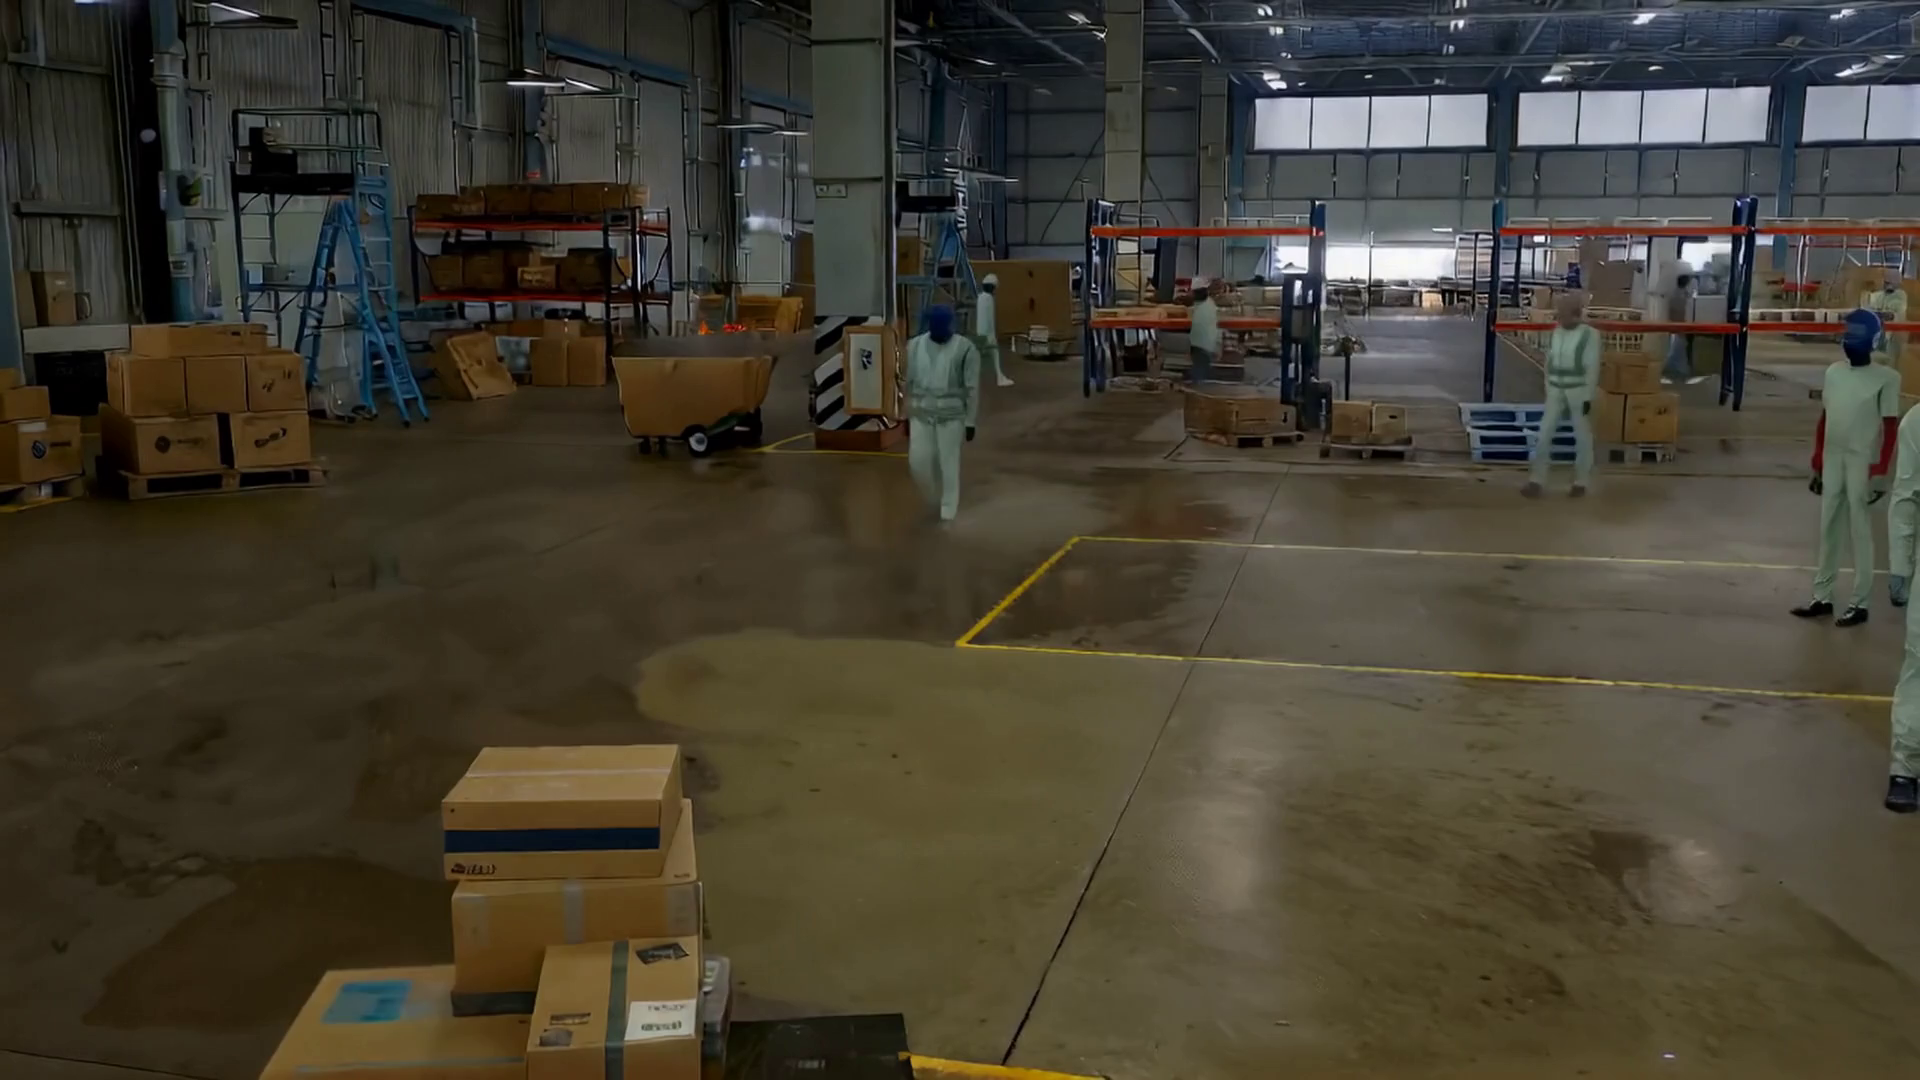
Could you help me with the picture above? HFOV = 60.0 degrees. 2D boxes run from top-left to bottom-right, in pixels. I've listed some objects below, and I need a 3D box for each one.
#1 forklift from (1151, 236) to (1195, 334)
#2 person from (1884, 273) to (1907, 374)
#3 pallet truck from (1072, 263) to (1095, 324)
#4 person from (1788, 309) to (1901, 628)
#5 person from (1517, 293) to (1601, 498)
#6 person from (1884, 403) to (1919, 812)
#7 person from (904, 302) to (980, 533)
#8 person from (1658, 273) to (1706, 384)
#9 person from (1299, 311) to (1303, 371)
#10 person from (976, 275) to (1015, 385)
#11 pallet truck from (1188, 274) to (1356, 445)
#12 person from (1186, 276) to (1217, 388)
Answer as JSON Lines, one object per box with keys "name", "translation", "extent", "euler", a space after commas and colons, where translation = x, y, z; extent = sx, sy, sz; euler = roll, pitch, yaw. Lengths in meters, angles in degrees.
{"name": "forklift", "translation": [5.866, -7.214, 46.878], "extent": [1.873, 2.768, 1.129], "euler": [2, 10, 14]}
{"name": "person", "translation": [15.228, -3.384, 27.146], "extent": [0.370, 1.932, 0.623], "euler": [6, 11, 30]}
{"name": "pallet truck", "translation": [4.325, -8.180, 55.162], "extent": [0.823, 1.965, 1.885], "euler": [6, 11, 31]}
{"name": "person", "translation": [5.257, -0.422, 9.846], "extent": [0.326, 1.876, 0.518], "euler": [-5, 11, -25]}
{"name": "person", "translation": [5.408, -1.270, 14.918], "extent": [0.880, 1.851, 0.599], "euler": [-7, 12, -38]}
{"name": "person", "translation": [3.945, 0.120, 6.465], "extent": [0.627, 1.940, 0.370], "euler": [4, 10, 21]}
{"name": "person", "translation": [-0.156, -0.968, 13.201], "extent": [0.648, 1.823, 0.451], "euler": [3, 10, 20]}
{"name": "person", "translation": [12.455, -3.620, 28.593], "extent": [0.881, 1.898, 0.630], "euler": [4, 10, 20]}
{"name": "person", "translation": [6.691, -4.089, 31.847], "extent": [0.322, 1.737, 0.487], "euler": [8, 13, 41]}
{"name": "person", "translation": [0.418, -3.574, 28.365], "extent": [0.958, 1.898, 0.543], "euler": [-3, 10, -15]}
{"name": "pallet truck", "translation": [3.653, -2.138, 19.590], "extent": [1.885, 1.965, 0.823], "euler": [-4, 10, -20]}
{"name": "person", "translation": [3.379, -2.759, 23.488], "extent": [0.416, 1.909, 0.617], "euler": [-3, 10, -19]}
